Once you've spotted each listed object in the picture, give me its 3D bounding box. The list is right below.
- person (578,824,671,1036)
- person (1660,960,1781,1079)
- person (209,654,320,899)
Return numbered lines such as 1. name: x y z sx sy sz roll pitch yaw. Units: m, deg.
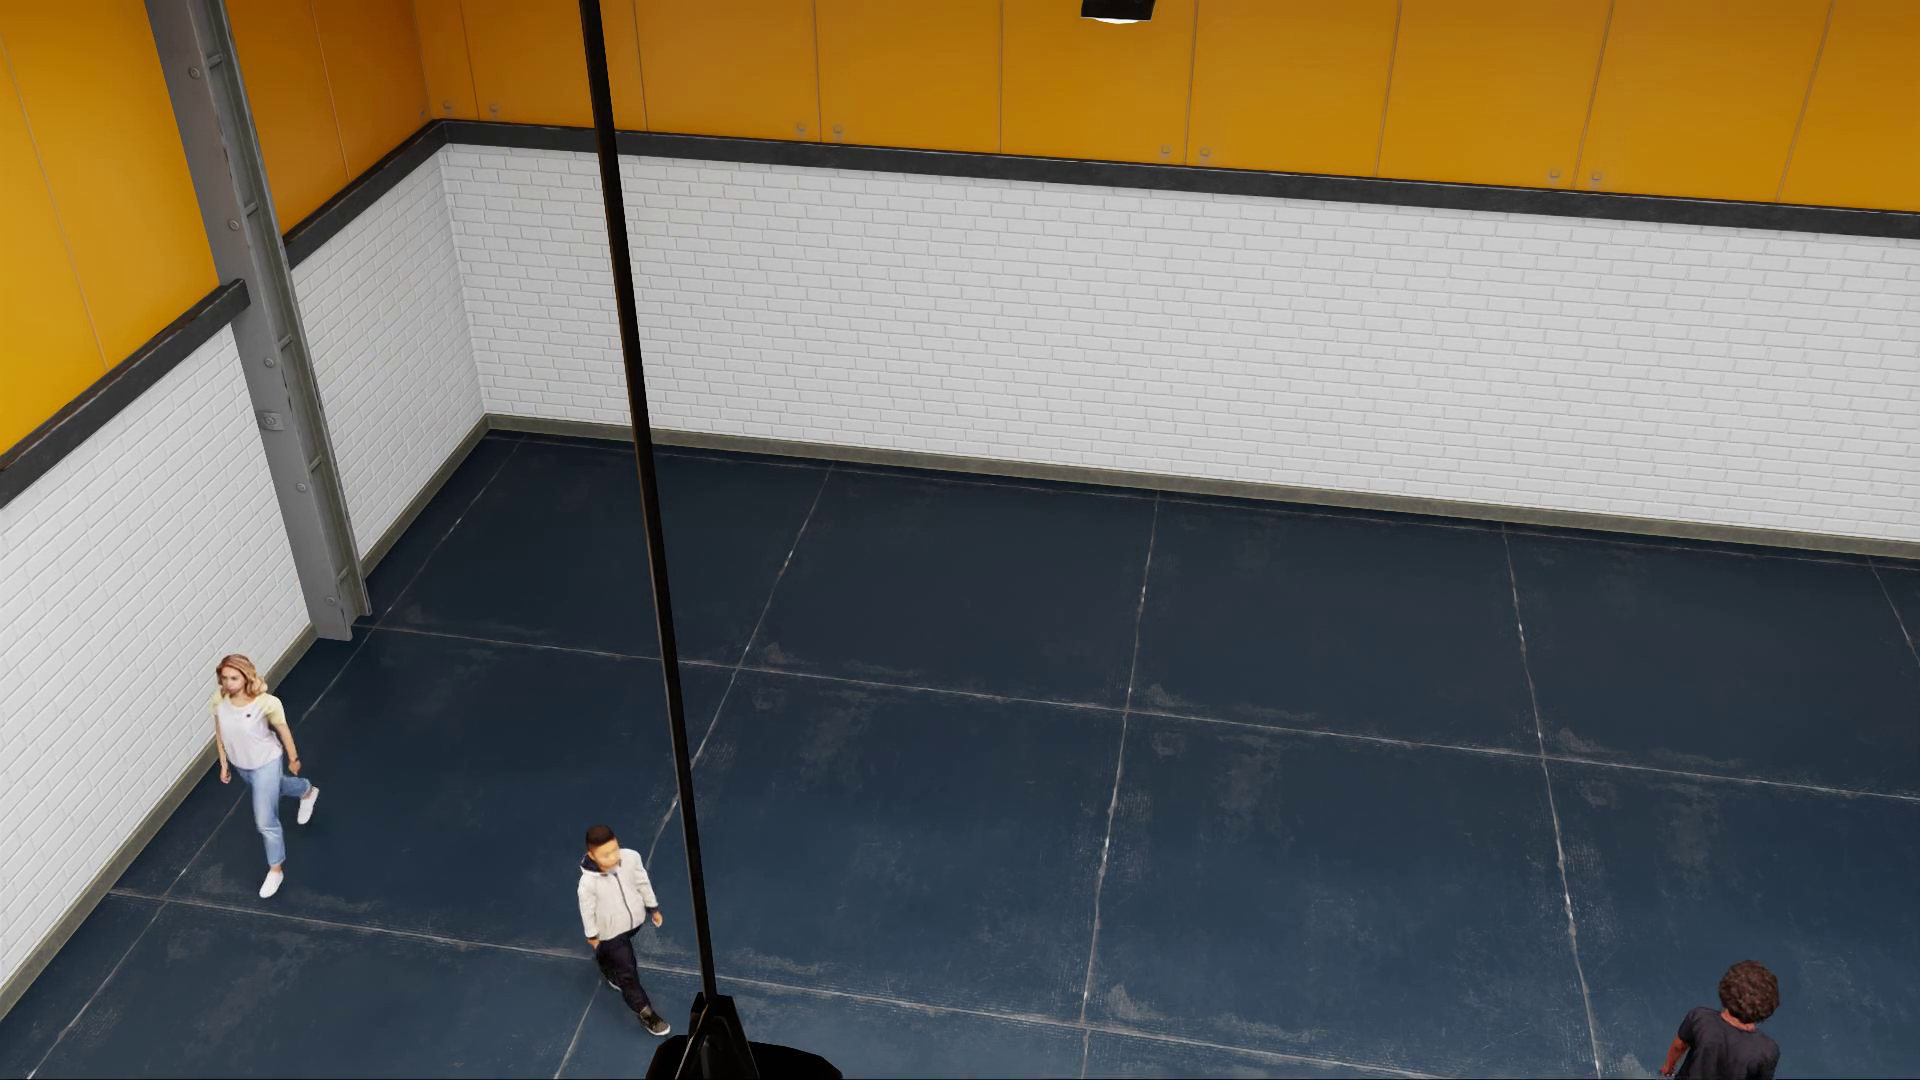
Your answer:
1. person: -2.043 2.186 9.730 0.899 1.426 0.979 22 39 29
2. person: 3.753 2.878 8.389 0.804 1.757 0.968 17 37 24
3. person: -4.469 1.382 10.703 0.629 1.686 1.133 6 34 9
